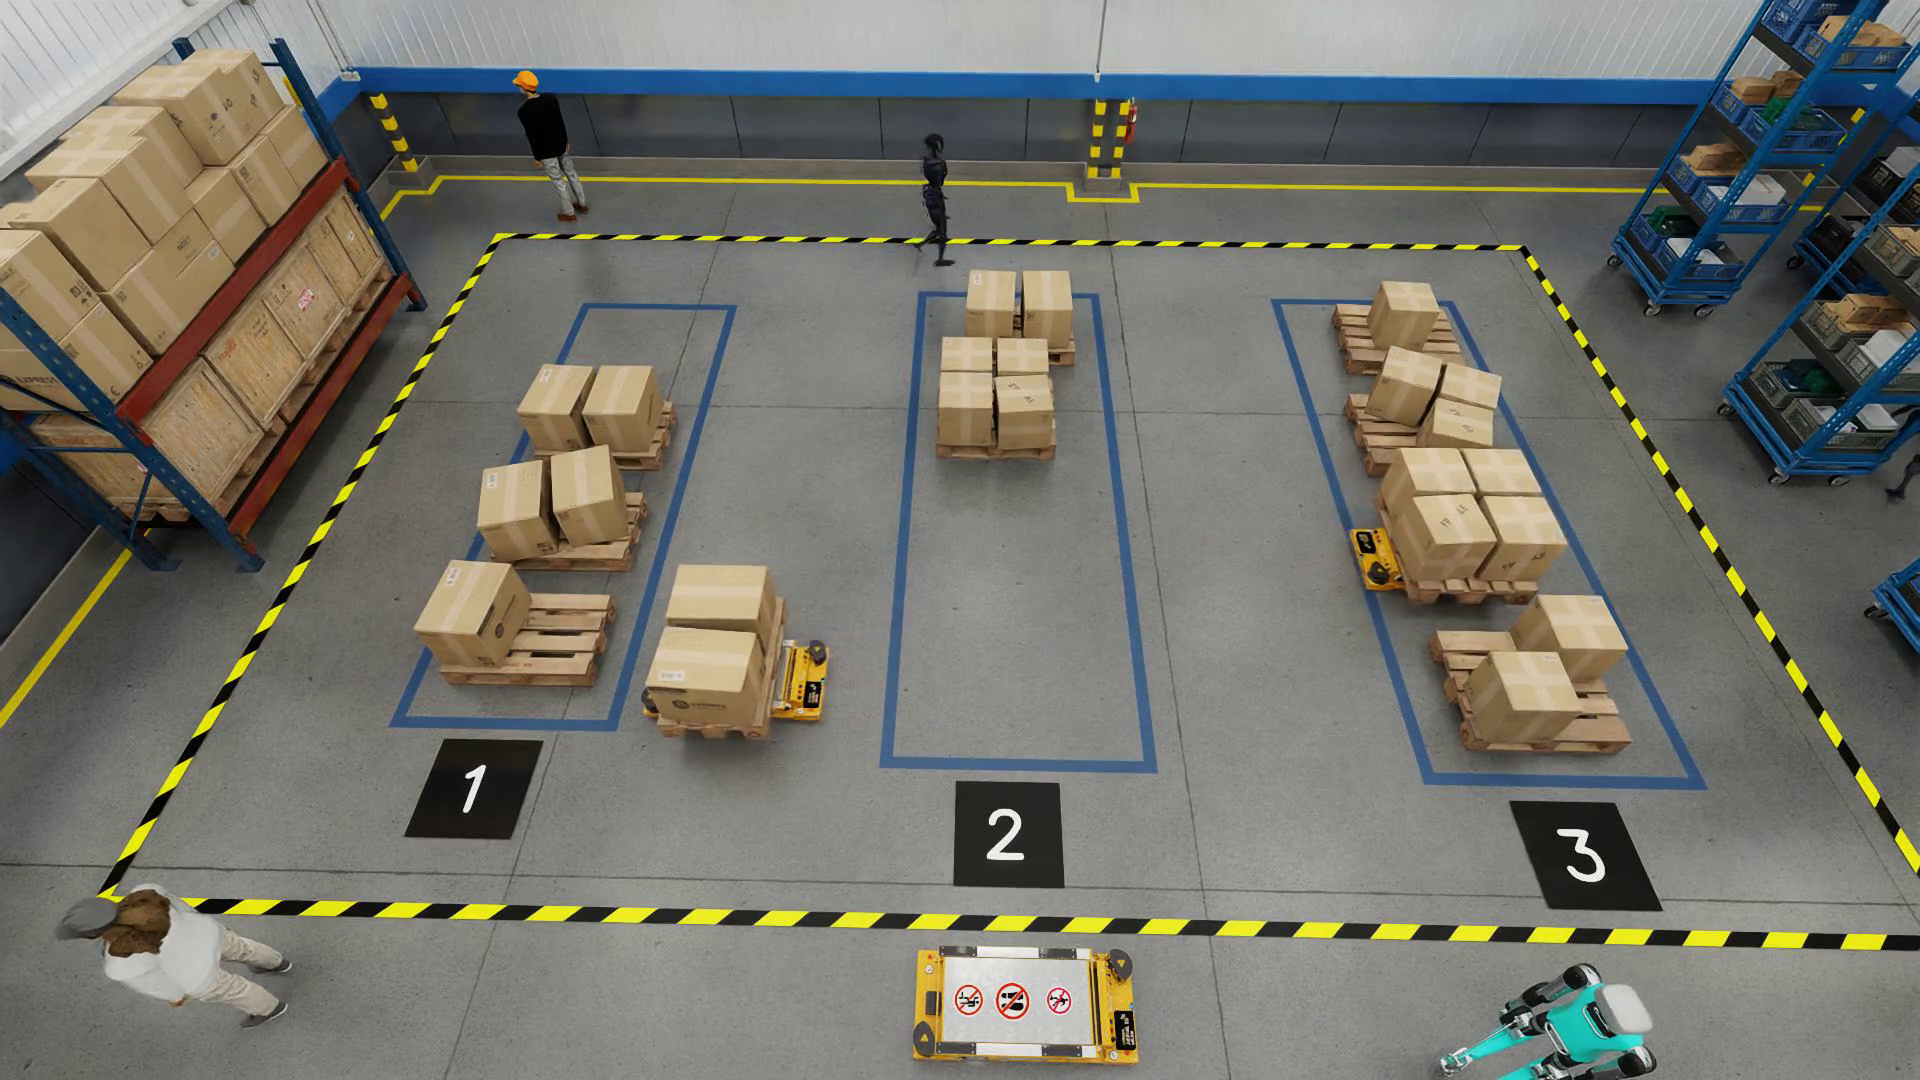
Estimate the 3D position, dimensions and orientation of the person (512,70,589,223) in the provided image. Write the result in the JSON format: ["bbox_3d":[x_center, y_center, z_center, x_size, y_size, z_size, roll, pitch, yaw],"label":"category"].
[{"bbox_3d":[-5.092,-4.877,11.420,0.362,1.884,0.586,22,54,17],"label":"person"}]

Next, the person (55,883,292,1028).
[{"bbox_3d":[-4.612,2.488,5.488,0.397,1.769,0.561,-13,52,-10],"label":"person"}]

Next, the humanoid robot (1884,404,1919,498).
[{"bbox_3d":[9.170,-1.137,8.535,0.613,1.634,0.754,20,54,16],"label":"humanoid robot"}]

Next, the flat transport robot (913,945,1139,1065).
[{"bbox_3d":[0.422,3.041,6.007,1.431,0.231,0.659,1,51,1],"label":"flat transport robot"}]

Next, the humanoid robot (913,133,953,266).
[{"bbox_3d":[-0.328,-3.984,10.825,0.483,1.640,0.591,-7,51,-6],"label":"humanoid robot"}]

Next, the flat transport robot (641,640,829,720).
[{"bbox_3d":[-1.835,1.135,7.543,1.431,0.197,0.652,1,51,1],"label":"flat transport robot"}]

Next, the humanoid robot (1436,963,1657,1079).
[{"bbox_3d":[3.093,2.874,5.112,0.735,1.672,0.533,-11,52,-9],"label":"humanoid robot"}]

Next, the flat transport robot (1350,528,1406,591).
[{"bbox_3d":[4.376,0.150,8.346,1.431,0.197,0.652,1,51,1],"label":"flat transport robot"}]
